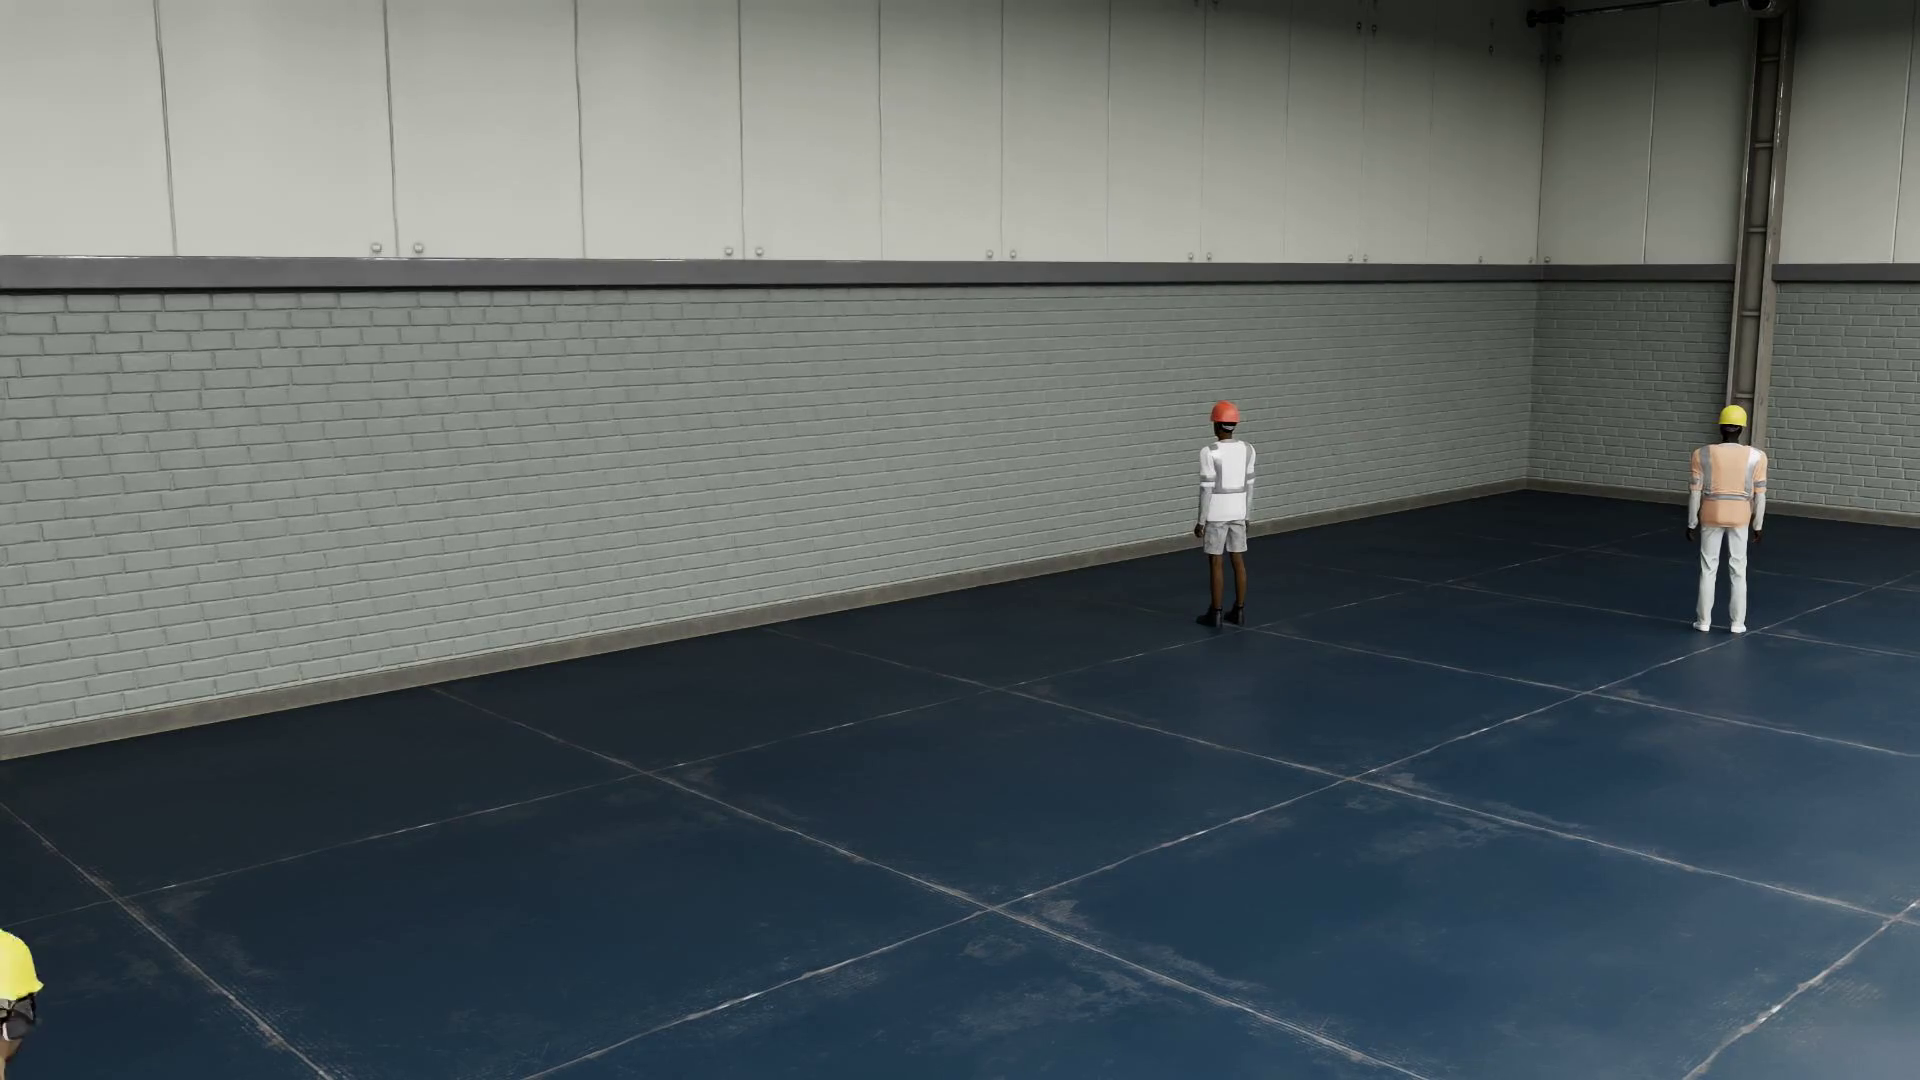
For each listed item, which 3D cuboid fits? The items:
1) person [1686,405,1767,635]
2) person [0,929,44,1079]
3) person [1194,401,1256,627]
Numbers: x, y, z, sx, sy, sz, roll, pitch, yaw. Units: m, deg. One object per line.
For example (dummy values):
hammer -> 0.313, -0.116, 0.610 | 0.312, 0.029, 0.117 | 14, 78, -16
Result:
person -> 6.421, -0.169, 13.967 | 0.594, 1.924, 0.384 | 3, 10, 20
person -> -1.956, 1.649, 3.362 | 0.536, 1.693, 0.879 | 1, 9, 6
person -> 2.252, -0.219, 14.246 | 0.543, 1.939, 0.360 | -4, 10, -25
